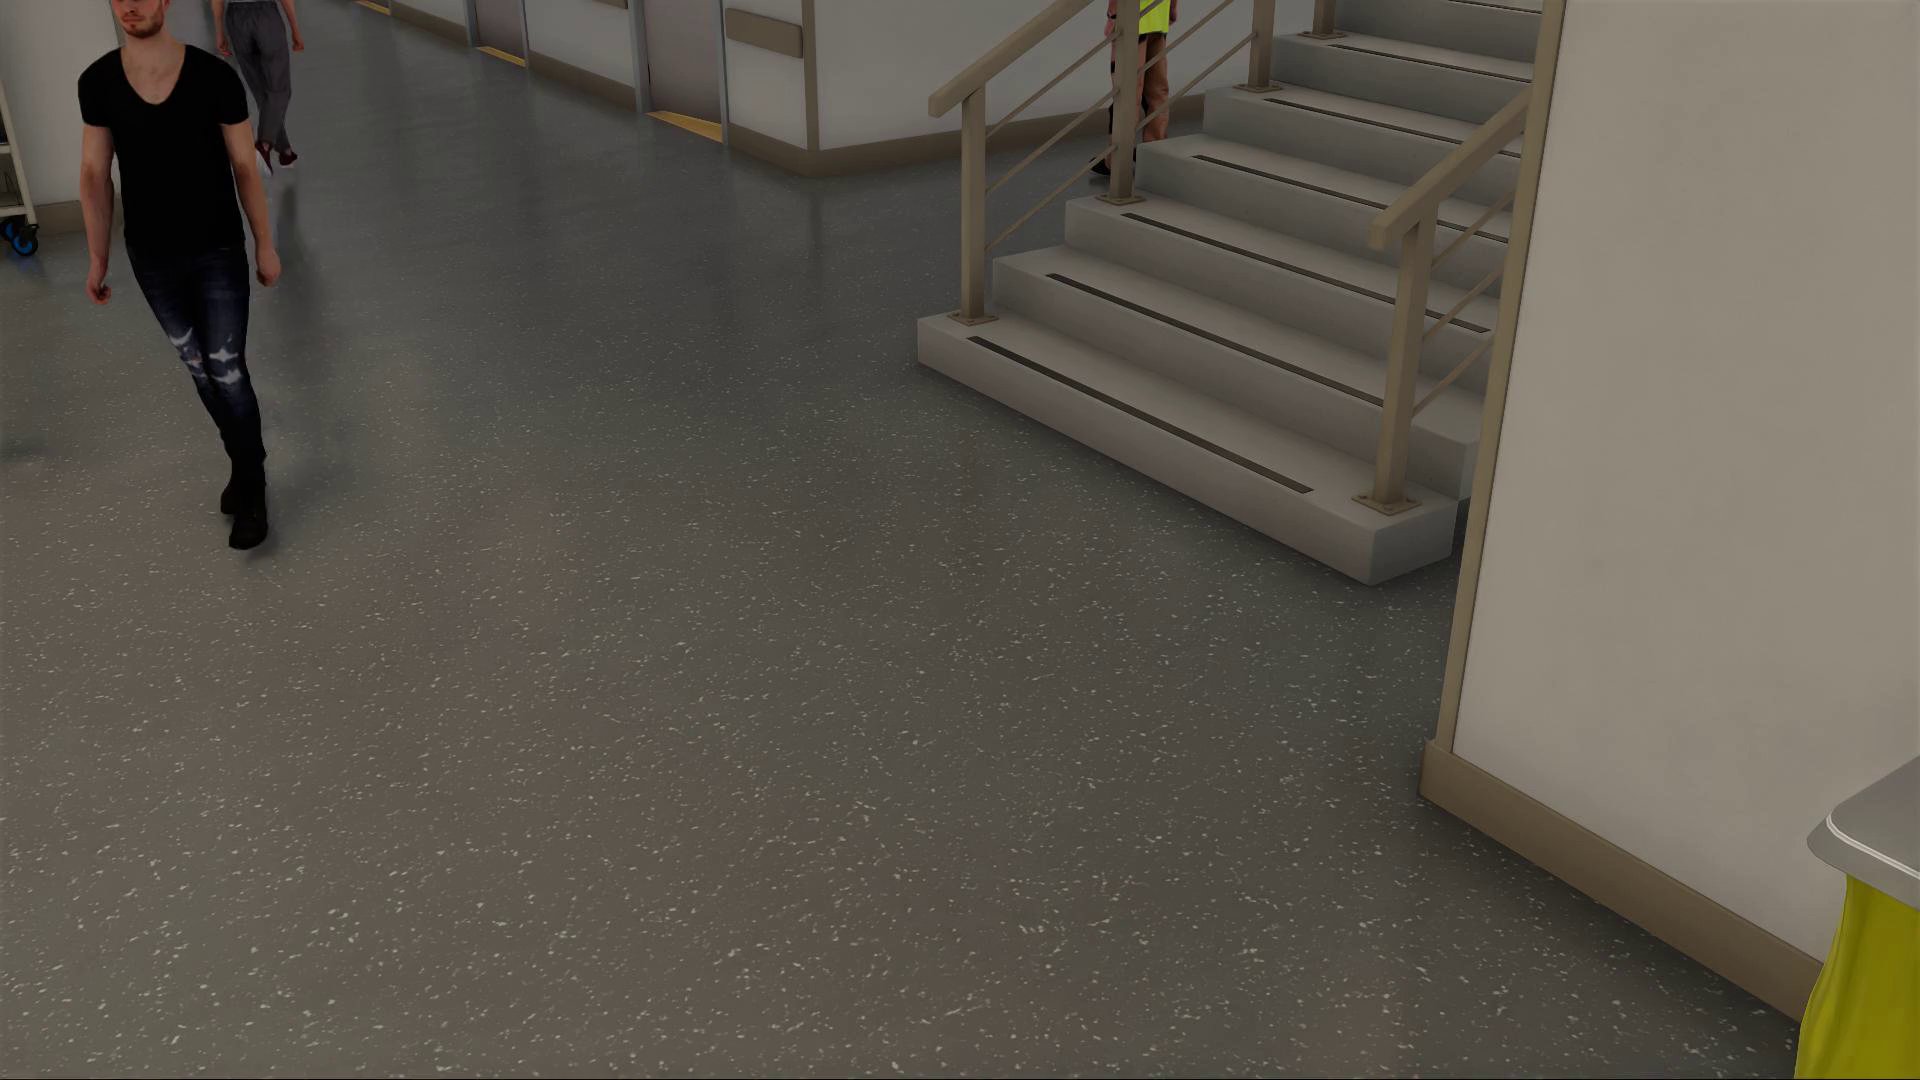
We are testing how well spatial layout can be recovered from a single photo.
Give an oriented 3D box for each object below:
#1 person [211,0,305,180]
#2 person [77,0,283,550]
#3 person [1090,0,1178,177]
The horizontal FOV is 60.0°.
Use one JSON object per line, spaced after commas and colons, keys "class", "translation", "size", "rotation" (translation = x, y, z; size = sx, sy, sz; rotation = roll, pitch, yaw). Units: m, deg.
{"class": "person", "translation": [-4.186, -2.973, 9.844], "size": [1.124, 1.706, 1.024], "rotation": [-2, 26, -4]}
{"class": "person", "translation": [-2.521, -0.970, 5.498], "size": [0.969, 1.873, 0.984], "rotation": [-1, 26, -2]}
{"class": "person", "translation": [1.076, -3.125, 10.000], "size": [0.628, 1.846, 0.741], "rotation": [-18, 31, -32]}
